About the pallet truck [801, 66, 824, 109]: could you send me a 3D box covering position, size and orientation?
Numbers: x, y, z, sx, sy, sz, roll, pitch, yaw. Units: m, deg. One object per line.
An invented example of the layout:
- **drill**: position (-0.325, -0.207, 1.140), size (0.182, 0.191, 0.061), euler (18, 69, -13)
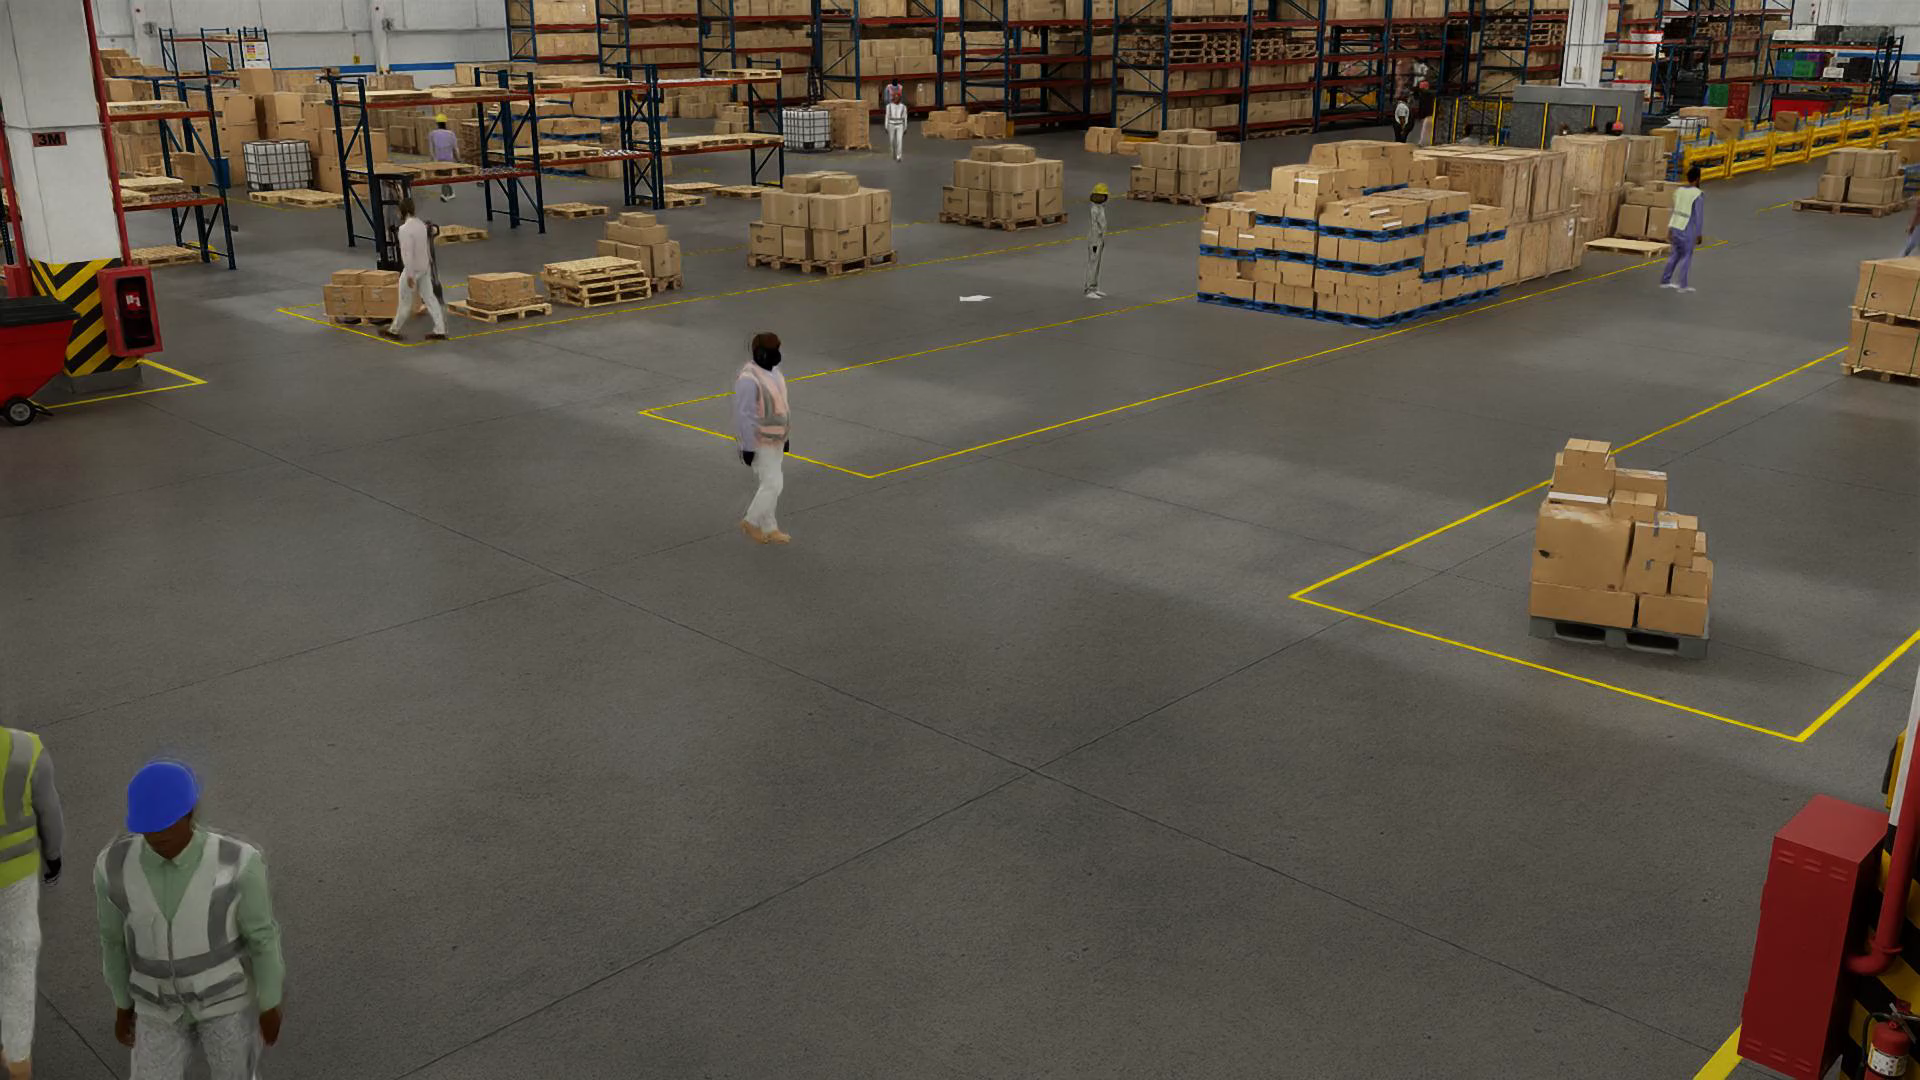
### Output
- **pallet truck**: position (-4.812, -15.182, 56.903), size (0.823, 1.965, 1.885), euler (-9, 21, -26)

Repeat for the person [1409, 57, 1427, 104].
- **person**: position (18.808, -18.833, 67.914), size (1.011, 2.006, 0.620), euler (-15, 24, -38)

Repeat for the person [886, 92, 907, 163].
- **person**: position (-1.719, -11.220, 45.187), size (0.586, 1.860, 0.740), euler (1, 18, 2)

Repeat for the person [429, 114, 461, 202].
- **person**: position (-11.426, -8.453, 36.818), size (0.592, 1.886, 0.970), euler (2, 18, 6)

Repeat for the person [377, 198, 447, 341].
- **person**: position (-7.324, -3.579, 22.108), size (0.911, 1.888, 0.644), euler (3, 19, 9)

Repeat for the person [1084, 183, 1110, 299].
- **person**: position (2.096, -4.538, 25.249), size (0.337, 1.734, 0.480), euler (5, 19, 15)

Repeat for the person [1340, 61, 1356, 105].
- **person**: position (15.640, -18.429, 66.862), size (0.559, 1.881, 0.684), euler (11, 21, 30)

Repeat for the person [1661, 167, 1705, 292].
- **person**: position (11.244, -4.827, 25.843), size (0.406, 1.911, 0.656), euler (-5, 19, -14)

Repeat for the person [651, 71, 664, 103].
- **person**: position (-10.282, -14.965, 56.391), size (0.587, 1.911, 0.398), euler (7, 20, 21)

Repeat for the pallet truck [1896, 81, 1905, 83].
- **pallet truck**: position (34.802, -16.331, 61.455), size (0.653, 1.274, 1.630), euler (17, 25, 41)

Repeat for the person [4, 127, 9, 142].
- **person**: position (-23.795, -10.224, 42.067), size (0.627, 1.934, 0.372), euler (-14, 23, -36)

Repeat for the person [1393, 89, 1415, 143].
- **person**: position (11.627, -10.784, 43.585), size (0.536, 2.000, 0.688), euler (2, 18, 6)

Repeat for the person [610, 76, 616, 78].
- **person**: position (-11.942, -15.215, 57.563), size (0.311, 1.638, 0.523), euler (-15, 24, -38)

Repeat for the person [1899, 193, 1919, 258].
- **person**: position (15.677, -5.099, 26.922), size (0.536, 1.722, 0.883), euler (-16, 24, -40)

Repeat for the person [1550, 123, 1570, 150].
- **person**: position (13.702, -8.688, 37.958), size (0.512, 1.605, 0.731), euler (0, 18, 1)

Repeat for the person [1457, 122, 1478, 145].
- **person**: position (10.560, -7.796, 34.863), size (0.548, 1.859, 0.385), euler (-8, 20, -24)

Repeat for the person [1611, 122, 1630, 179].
- **person**: position (13.589, -7.727, 34.640), size (0.544, 1.891, 0.992), euler (3, 19, 9)

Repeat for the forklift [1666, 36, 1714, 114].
- **forklift**: position (27.341, -17.291, 61.877), size (1.129, 2.768, 1.873), euler (17, 25, 41)

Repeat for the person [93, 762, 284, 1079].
- **person**: position (-2.820, 1.697, 6.139), size (0.633, 1.935, 0.438), euler (-2, 19, -7)

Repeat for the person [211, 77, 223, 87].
- **person**: position (-25.741, -15.242, 57.710), size (0.504, 1.593, 0.842), euler (0, 18, 0)

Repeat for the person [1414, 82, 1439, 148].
- **person**: position (13.873, -12.540, 49.063), size (0.987, 1.935, 0.654), euler (-8, 20, -22)

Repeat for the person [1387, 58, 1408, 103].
- **person**: position (17.621, -18.448, 66.962), size (0.995, 1.850, 0.665), euler (-7, 20, -21)

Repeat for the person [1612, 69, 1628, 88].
- **person**: position (23.303, -15.740, 58.913), size (0.623, 1.779, 0.930), euler (12, 22, 32)

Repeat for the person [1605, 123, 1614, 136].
- **person**: position (14.563, -8.560, 37.473), size (0.913, 1.643, 0.544), euler (16, 24, 39)

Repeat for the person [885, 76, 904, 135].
- **person**: position (-2.096, -13.988, 53.549), size (0.627, 1.844, 0.429), euler (-7, 20, -20)

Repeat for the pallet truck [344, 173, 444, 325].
- **pallet truck**: position (-8.209, -4.181, 23.757), size (0.823, 1.965, 1.885), euler (3, 19, 9)

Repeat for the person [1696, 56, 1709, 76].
- **person**: position (32.697, -20.468, 73.294), size (0.541, 1.700, 0.315), euler (7, 19, 19)

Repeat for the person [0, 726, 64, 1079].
- **person**: position (-4.250, 1.397, 7.264), size (0.637, 1.798, 0.915), euler (-9, 21, -26)

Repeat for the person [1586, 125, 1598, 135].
- **person**: position (13.084, -7.760, 34.838), size (0.528, 1.816, 1.022), euler (-11, 21, -30)

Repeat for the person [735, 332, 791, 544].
- **person**: position (-1.616, -0.835, 13.934), size (0.443, 1.830, 0.654), euler (6, 19, 18)
